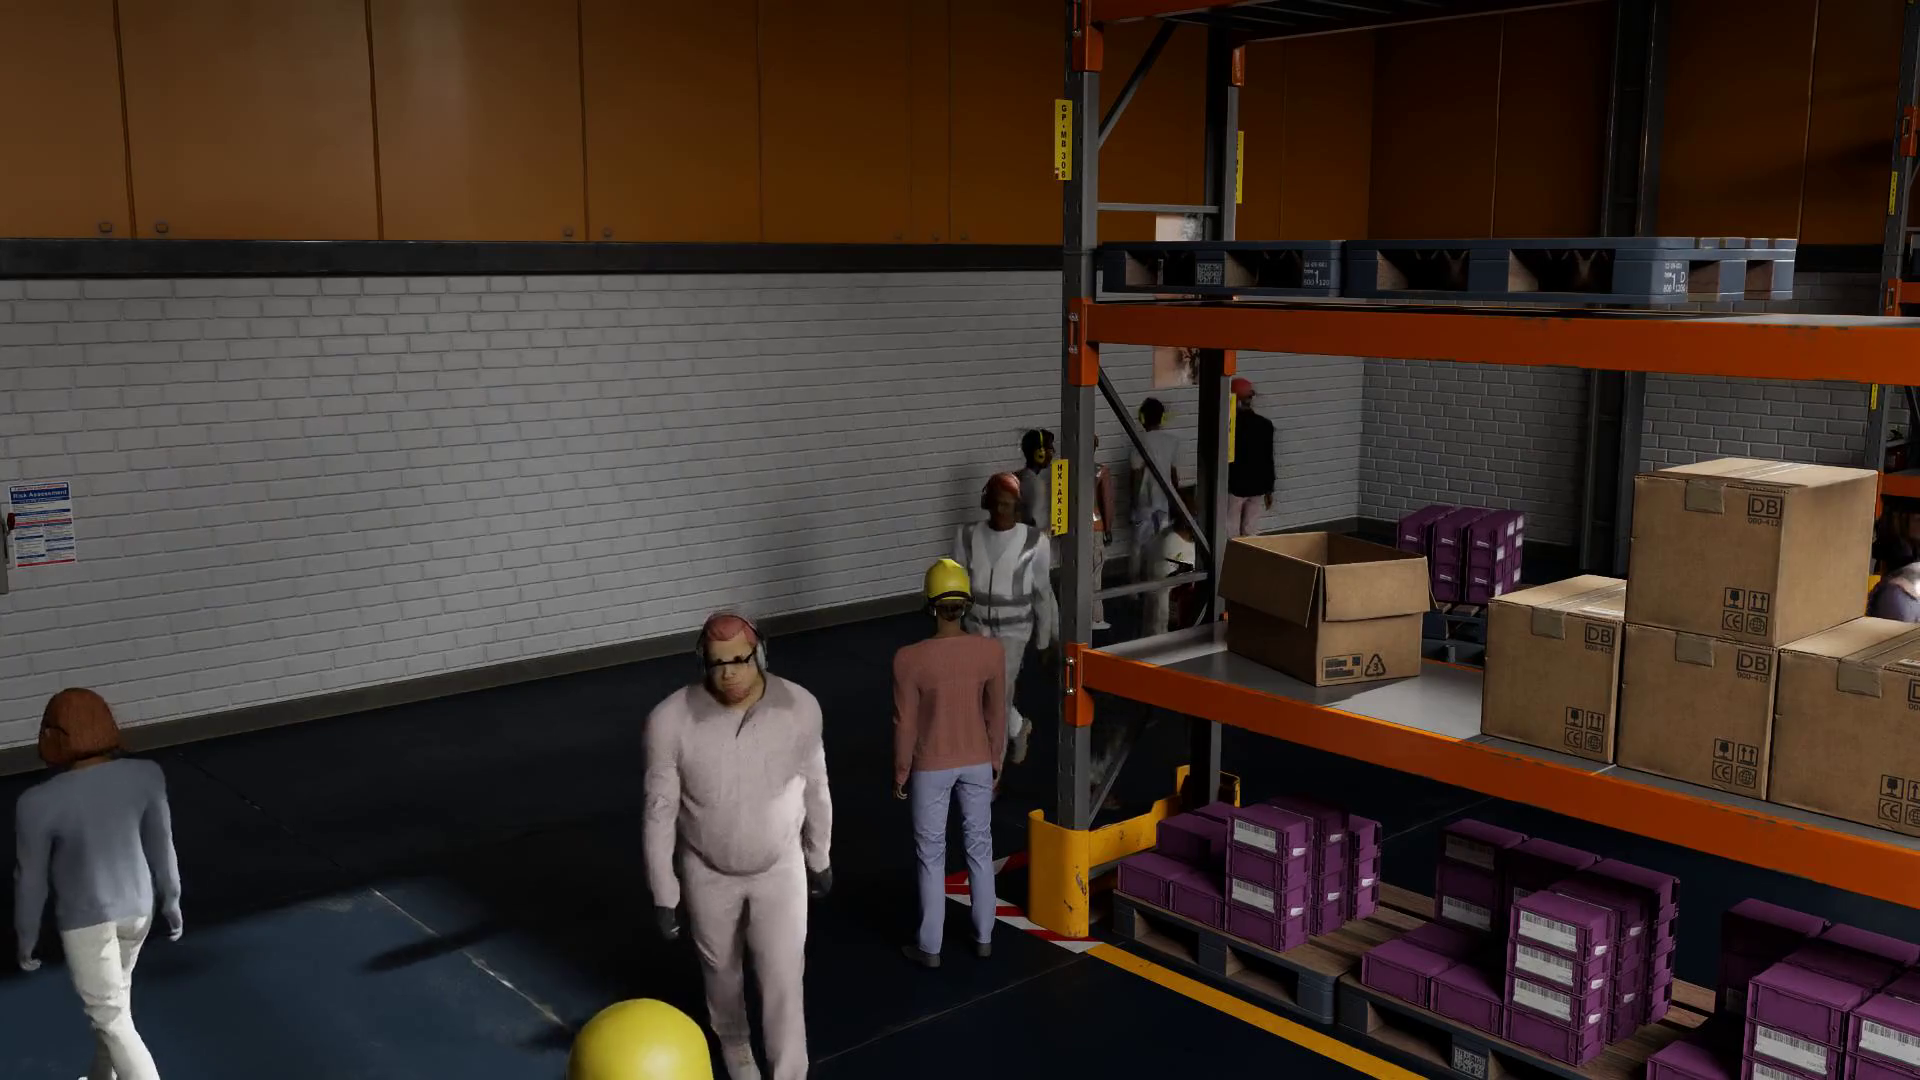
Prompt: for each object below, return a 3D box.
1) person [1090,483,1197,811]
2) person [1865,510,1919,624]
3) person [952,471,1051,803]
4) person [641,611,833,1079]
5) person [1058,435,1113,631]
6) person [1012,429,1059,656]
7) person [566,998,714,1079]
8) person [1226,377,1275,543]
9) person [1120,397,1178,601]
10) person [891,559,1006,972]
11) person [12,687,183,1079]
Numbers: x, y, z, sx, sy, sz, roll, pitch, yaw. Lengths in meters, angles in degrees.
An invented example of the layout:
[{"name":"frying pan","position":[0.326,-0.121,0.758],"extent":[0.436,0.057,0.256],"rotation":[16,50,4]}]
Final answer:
[{"name":"person","position":[1.075,0.601,8.850],"extent":[0.987,1.881,0.728],"rotation":[2,10,10]},{"name":"person","position":[4.565,0.753,8.094],"extent":[0.725,1.814,0.631],"rotation":[9,13,42]},{"name":"person","position":[0.245,0.506,9.507],"extent":[0.602,1.852,0.893],"rotation":[4,11,23]},{"name":"person","position":[-0.743,1.150,5.723],"extent":[0.688,1.837,1.059],"rotation":[-2,10,-13]},{"name":"person","position":[1.002,-0.074,13.490],"extent":[0.510,1.639,0.308],"rotation":[5,11,28]},{"name":"person","position":[0.528,0.124,11.809],"extent":[0.952,1.818,0.521],"rotation":[-5,11,-28]},{"name":"person","position":[-0.561,1.632,2.840],"extent":[1.024,1.871,0.609],"rotation":[9,13,41]},{"name":"person","position":[2.541,-0.456,14.759],"extent":[0.666,1.967,0.543],"rotation":[-4,10,-22]},{"name":"person","position":[1.674,-0.320,14.392],"extent":[0.532,1.830,0.894],"rotation":[-3,10,-20]},{"name":"person","position":[-0.052,0.955,7.091],"extent":[0.525,1.769,0.308],"rotation":[-4,11,-23]},{"name":"person","position":[-2.892,1.290,5.656],"extent":[0.856,1.591,0.506],"rotation":[6,12,34]}]
